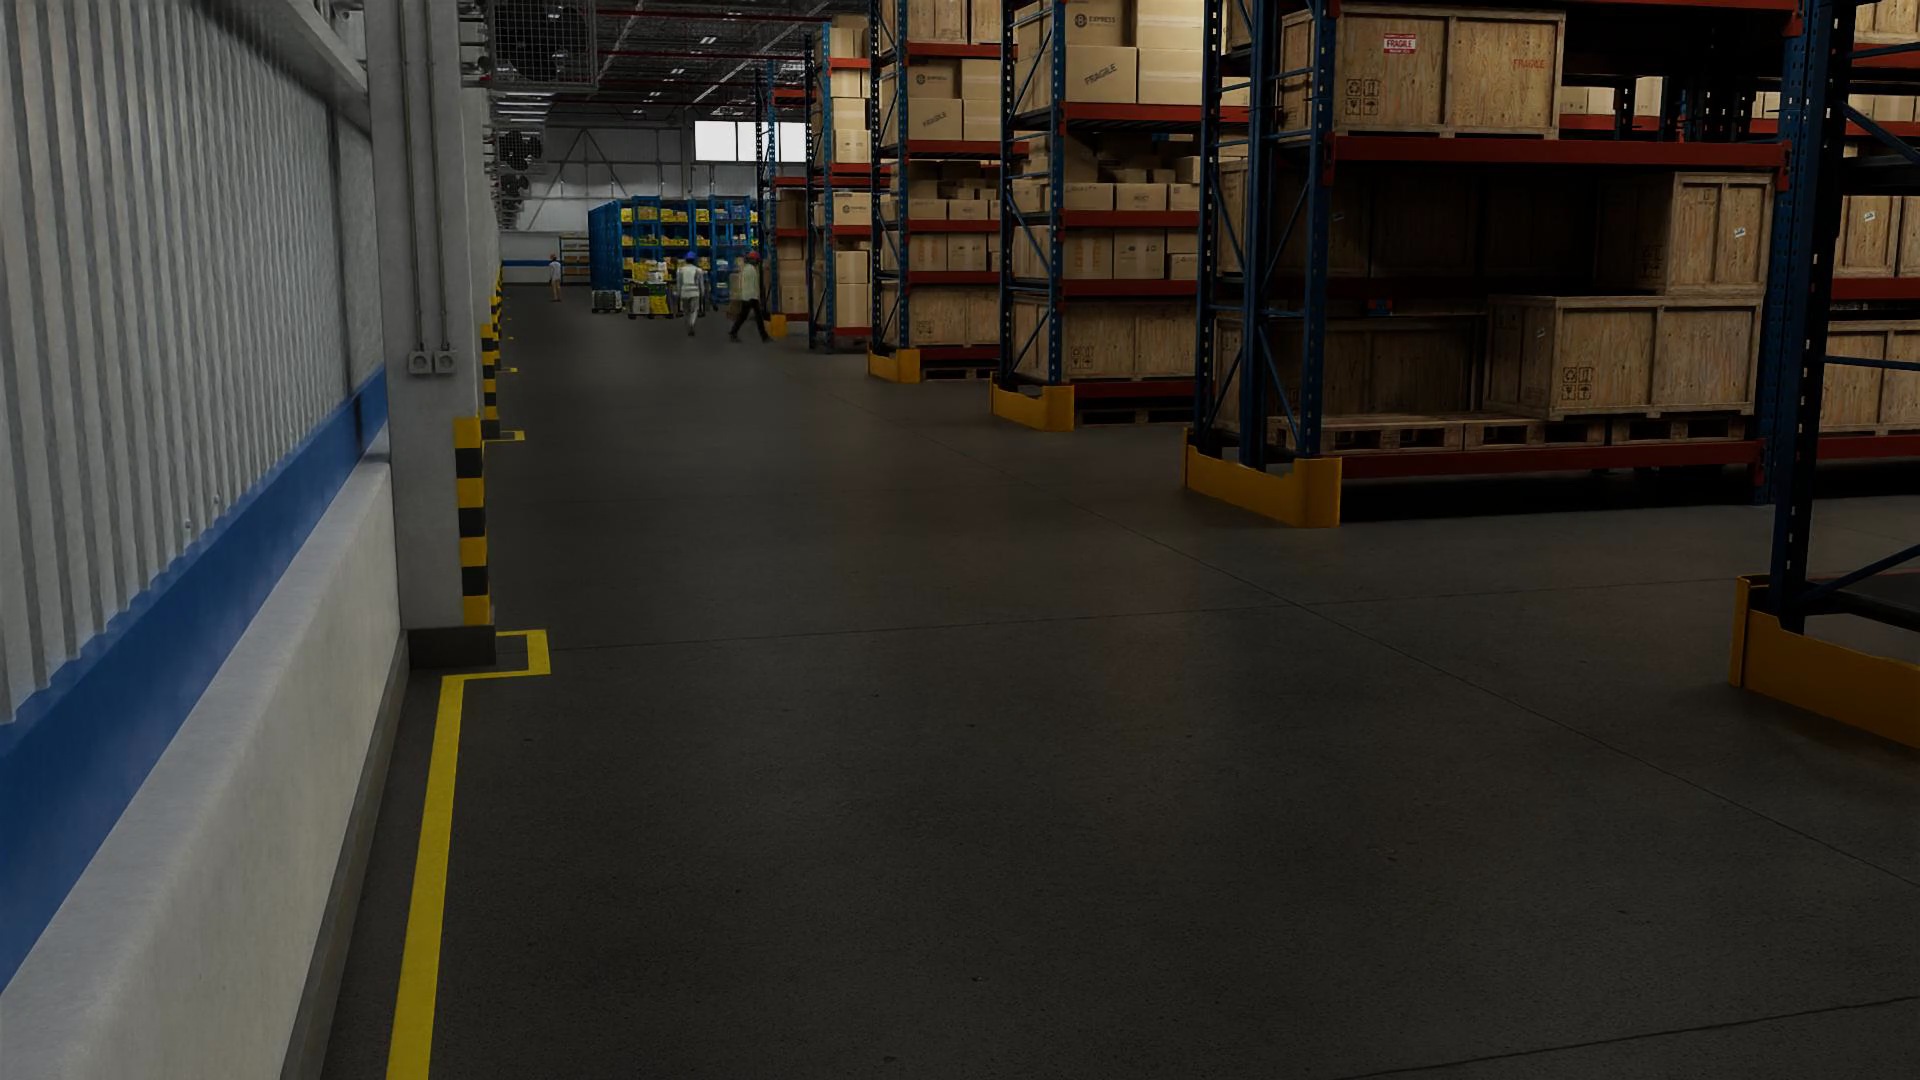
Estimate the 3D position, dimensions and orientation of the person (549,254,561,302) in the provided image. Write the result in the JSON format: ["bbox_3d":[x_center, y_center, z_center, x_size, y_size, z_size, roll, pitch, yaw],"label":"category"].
[{"bbox_3d":[-14.806,-9.559,60.719,0.347,1.742,0.564,5,11,28],"label":"person"}]

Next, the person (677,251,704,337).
[{"bbox_3d":[-6.034,-5.495,37.176,0.621,1.923,0.650,0,10,2],"label":"person"}]

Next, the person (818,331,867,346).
[{"bbox_3d":[-2.426,-4.876,33.813,1.051,1.897,0.623,-3,11,-17],"label":"person"}]

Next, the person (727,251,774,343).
[{"bbox_3d":[-4.442,-5.085,34.883,1.001,1.933,0.645,-6,12,-30],"label":"person"}]
